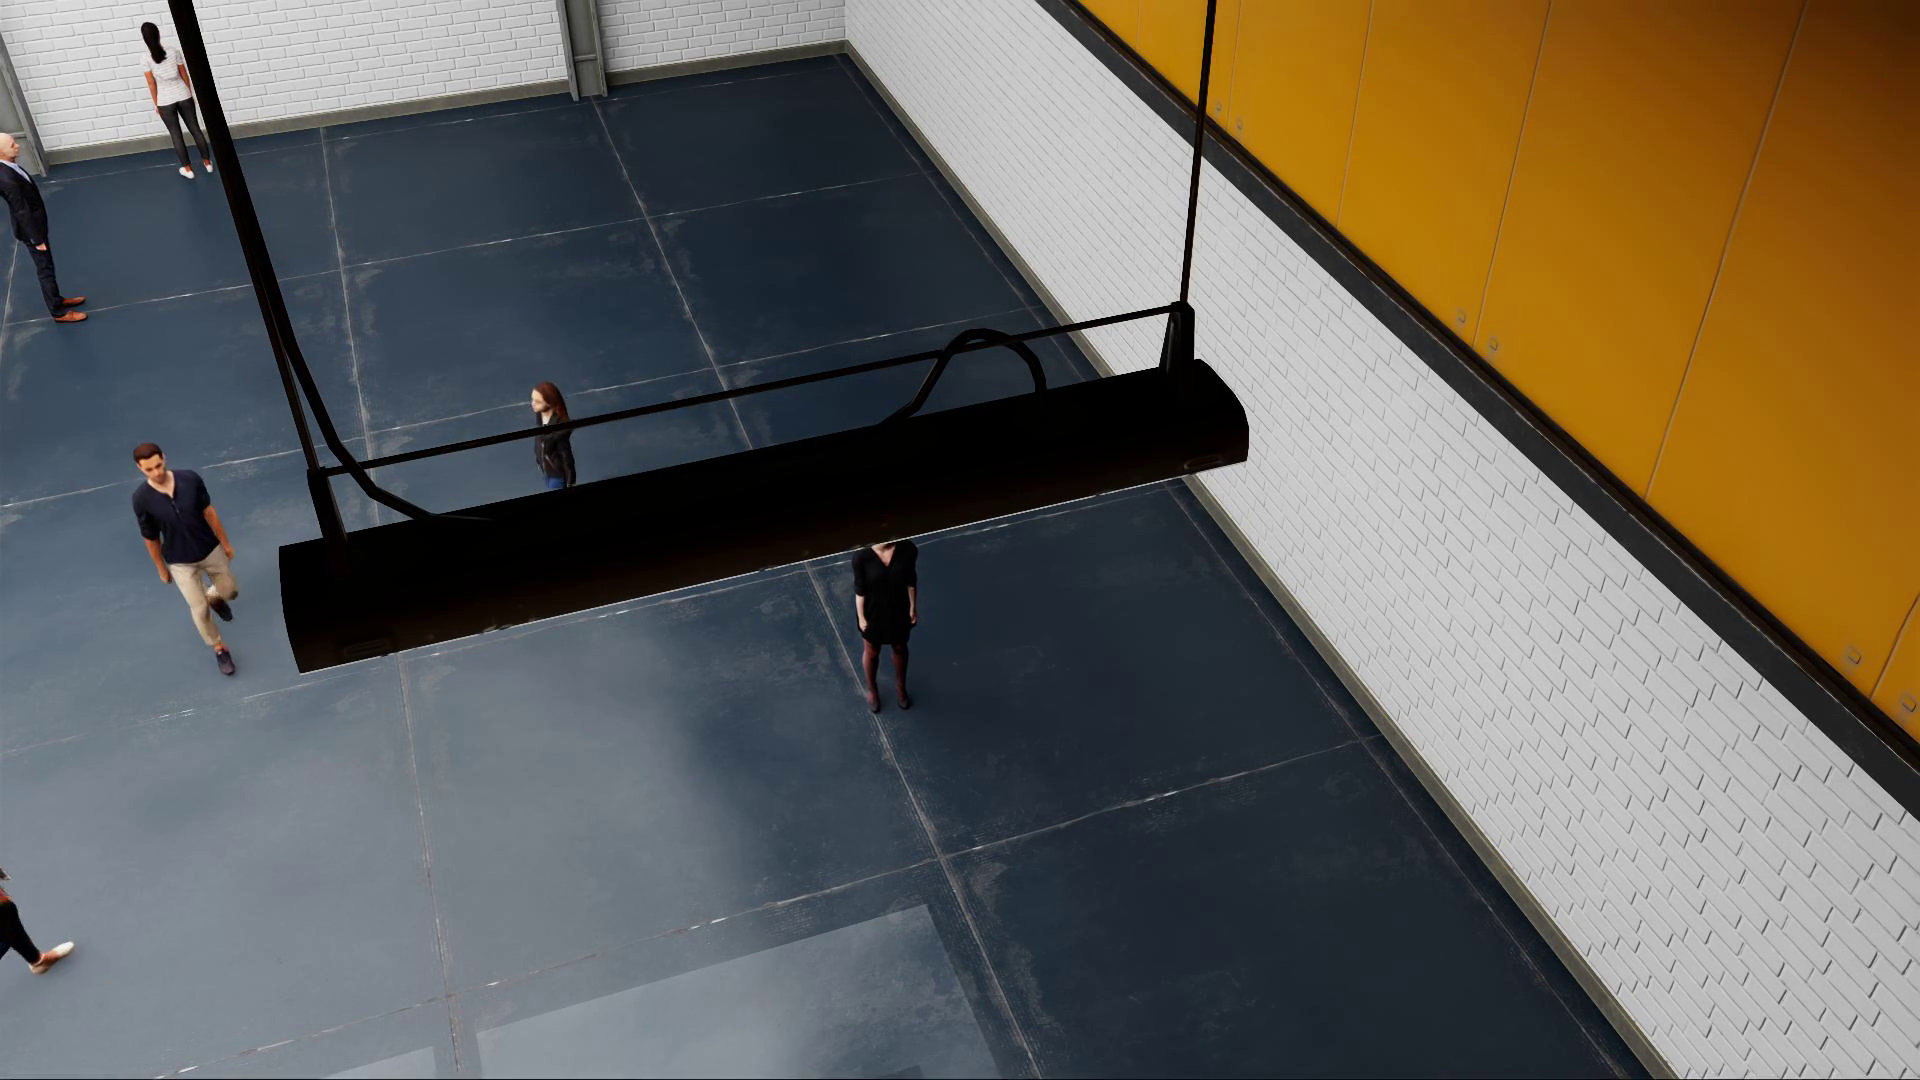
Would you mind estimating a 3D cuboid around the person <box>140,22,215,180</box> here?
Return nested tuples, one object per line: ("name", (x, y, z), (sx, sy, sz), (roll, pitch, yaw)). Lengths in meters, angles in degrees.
("person", (-8.151, -4.564, 17.254), (0.554, 1.642, 0.687), (-26, 45, -29))

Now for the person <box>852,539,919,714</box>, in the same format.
("person", (-0.487, 0.456, 10.921), (0.457, 1.701, 0.652), (-10, 40, -13))

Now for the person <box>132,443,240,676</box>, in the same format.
("person", (-5.241, 0.059, 11.308), (0.935, 1.839, 0.894), (-27, 46, -30))

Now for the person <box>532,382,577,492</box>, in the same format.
("person", (-2.952, -0.578, 12.402), (0.919, 1.468, 0.704), (-25, 45, -28))

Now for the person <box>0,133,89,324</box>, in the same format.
("person", (-8.341, -2.816, 14.940), (0.609, 1.799, 0.718), (-18, 42, -21))
